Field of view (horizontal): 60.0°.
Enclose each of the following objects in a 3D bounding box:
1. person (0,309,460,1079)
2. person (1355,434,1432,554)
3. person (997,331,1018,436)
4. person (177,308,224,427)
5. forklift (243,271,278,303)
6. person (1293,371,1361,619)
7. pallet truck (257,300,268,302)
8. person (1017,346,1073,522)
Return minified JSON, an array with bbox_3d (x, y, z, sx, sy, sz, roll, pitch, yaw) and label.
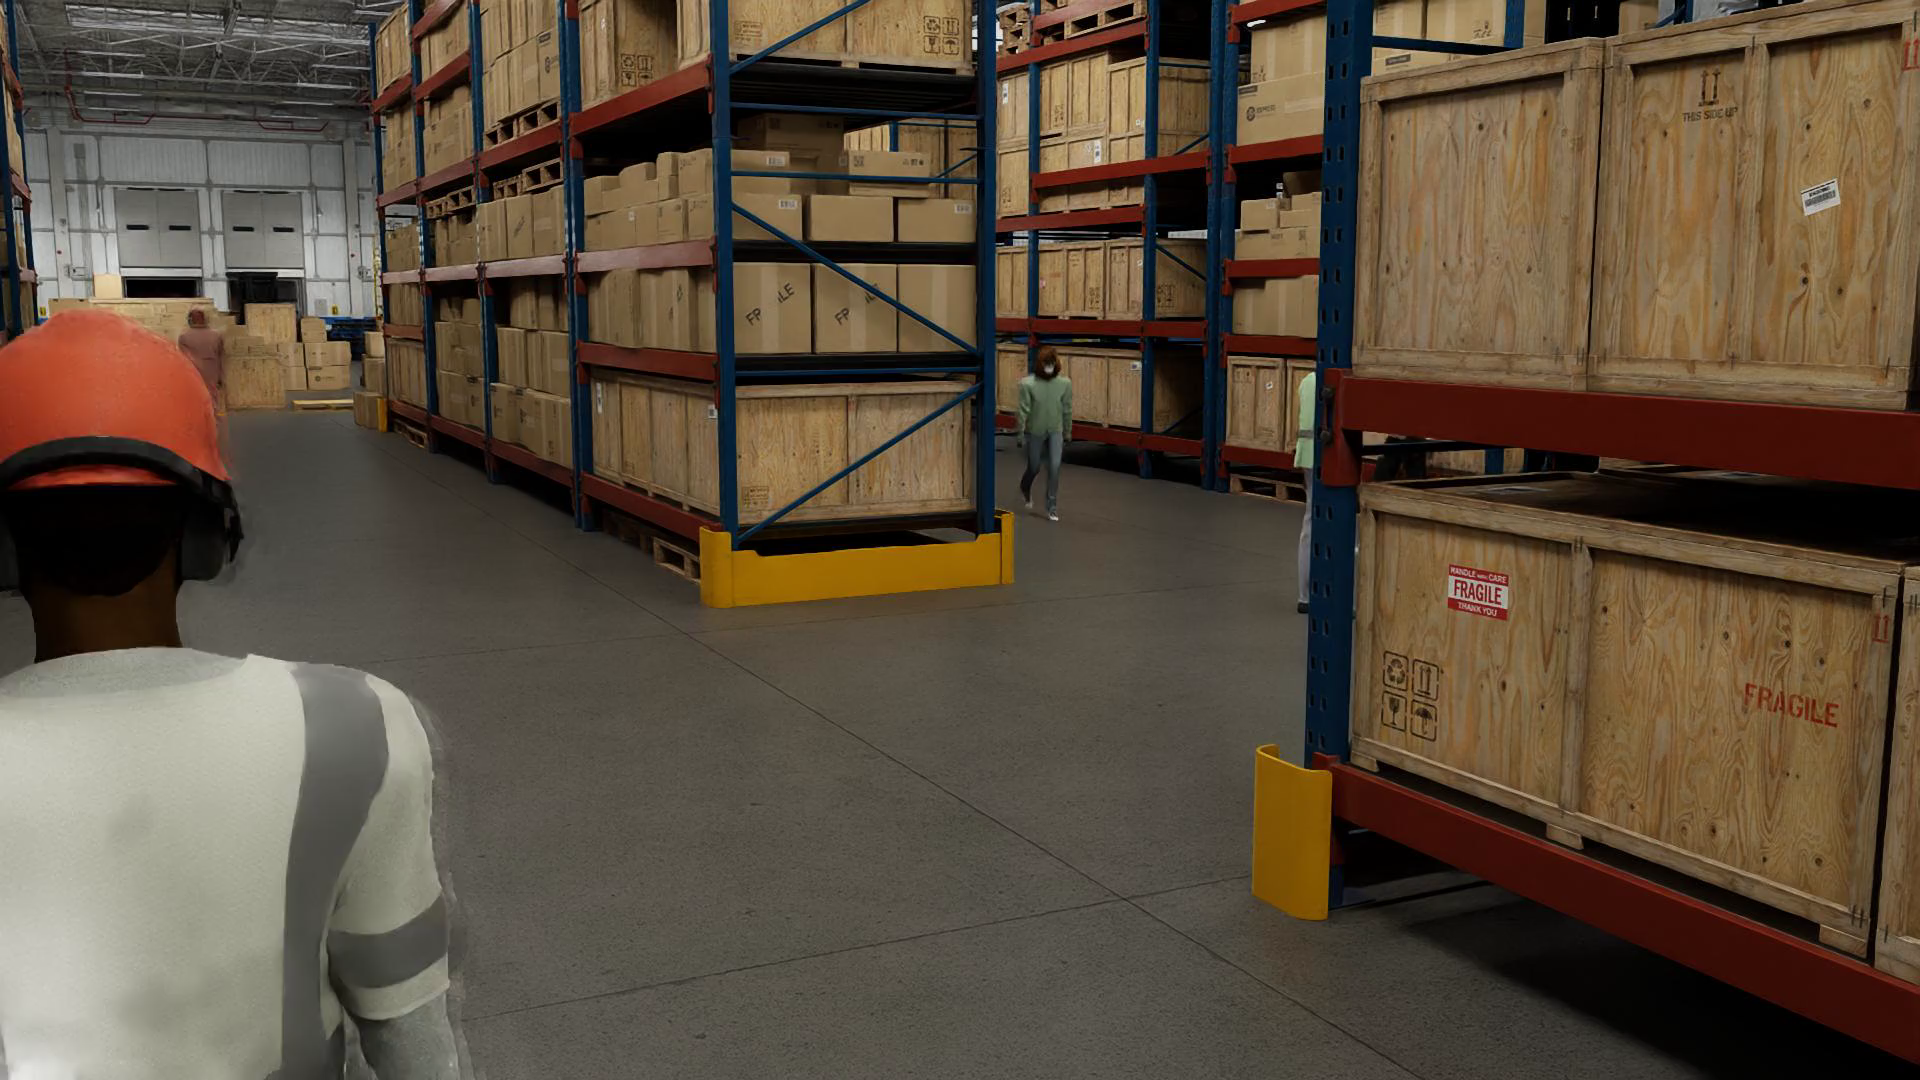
[{"bbox_3d":[-0.790,0.784,1.677,0.614,2.018,0.804,-5,10,-33],"label":"person"},{"bbox_3d":[3.583,-0.796,13.075,0.945,1.875,0.602,-1,8,-6],"label":"person"},{"bbox_3d":[0.705,-2.342,24.504,0.315,1.636,0.515,-4,9,-24],"label":"person"},{"bbox_3d":[-10.446,-2.234,22.886,0.415,1.893,0.657,7,11,41],"label":"person"},{"bbox_3d":[-20.609,-6.543,49.206,1.873,2.768,1.129,6,10,36],"label":"forklift"},{"bbox_3d":[2.330,-0.421,10.540,0.390,1.846,0.564,-4,9,-24],"label":"person"},{"bbox_3d":[-23.913,-7.404,58.171,1.885,1.965,0.823,-1,8,-9],"label":"pallet truck"},{"bbox_3d":[0.755,-0.991,15.296,0.525,1.601,0.626,-2,8,-12],"label":"person"}]
